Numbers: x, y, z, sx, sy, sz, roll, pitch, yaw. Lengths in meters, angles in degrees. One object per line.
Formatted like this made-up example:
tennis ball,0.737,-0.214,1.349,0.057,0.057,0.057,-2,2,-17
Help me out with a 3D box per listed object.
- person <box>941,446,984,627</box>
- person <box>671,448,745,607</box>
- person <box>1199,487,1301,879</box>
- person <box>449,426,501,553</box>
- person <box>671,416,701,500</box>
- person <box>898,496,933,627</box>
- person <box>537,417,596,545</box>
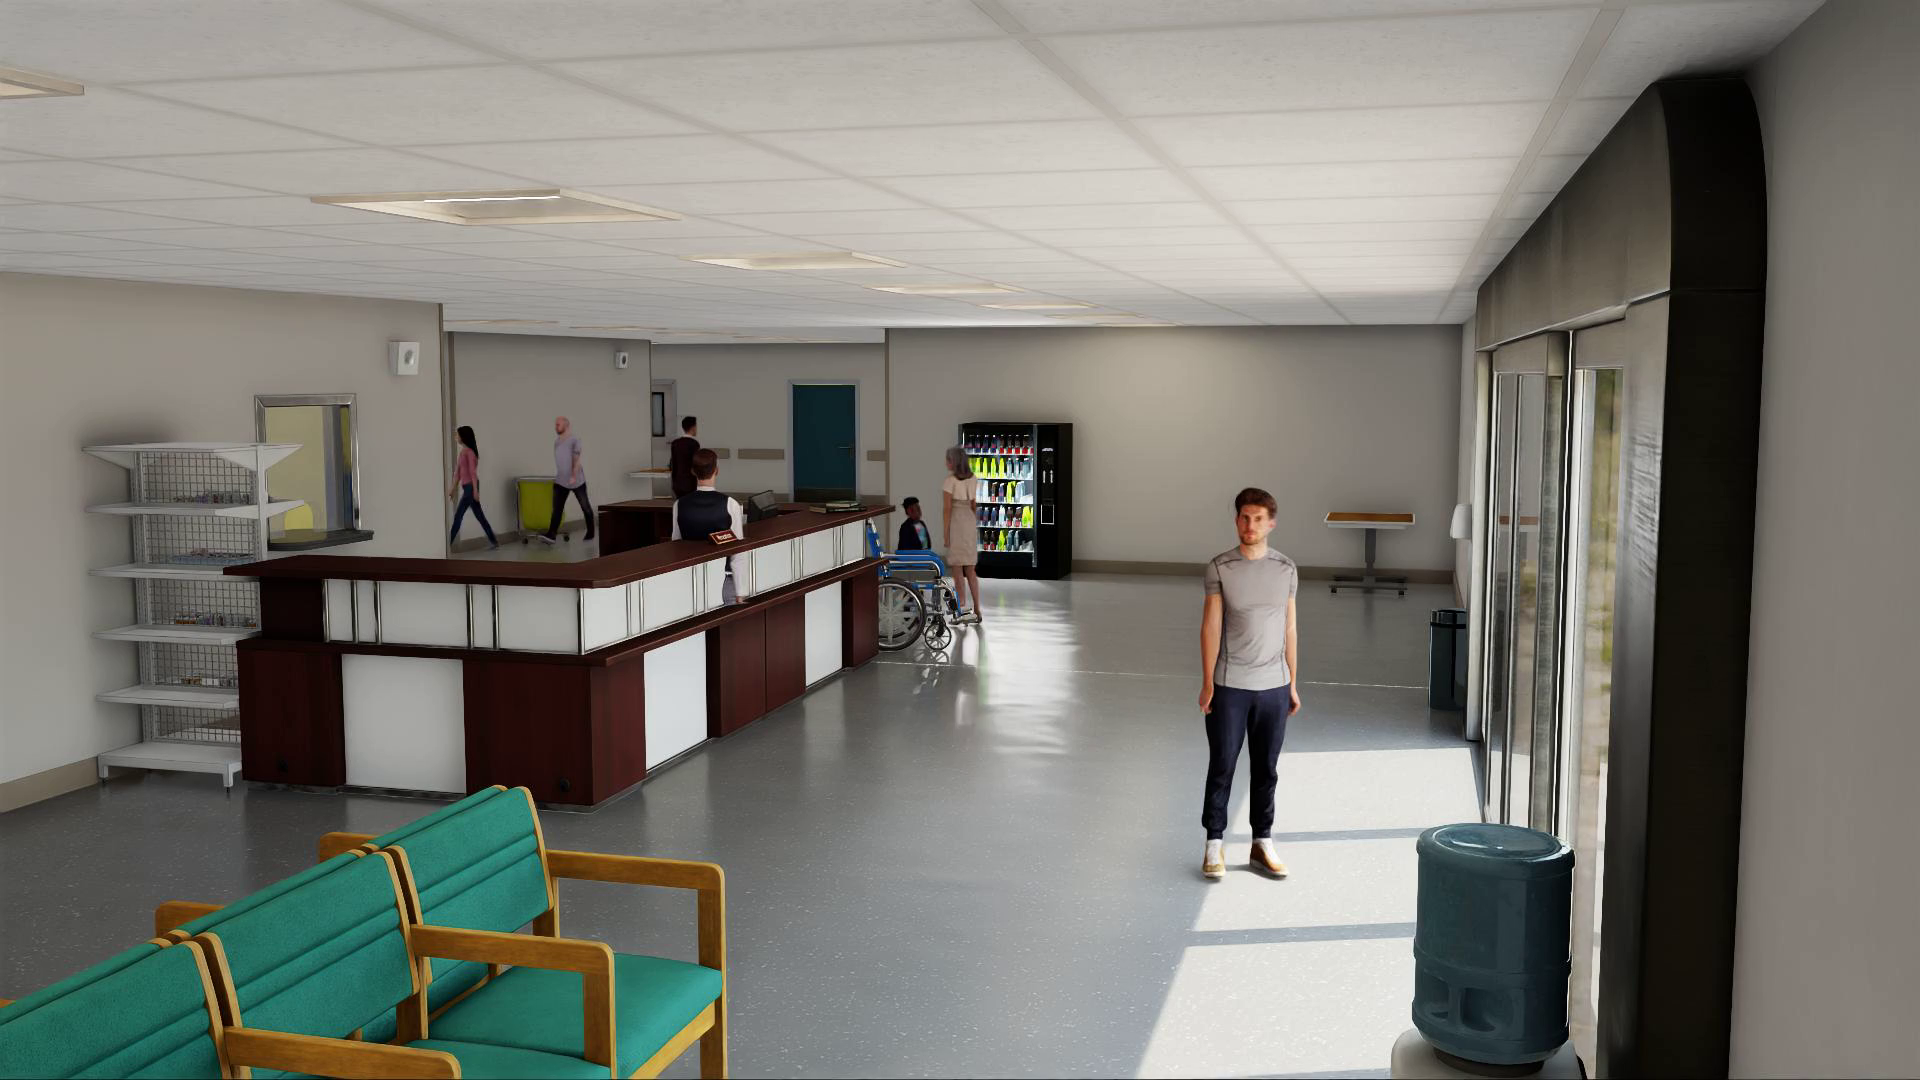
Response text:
person,0.027,-0.036,16.042,0.726,1.727,0.754,-5,8,-41
person,-1.704,0.342,11.242,0.538,1.935,0.733,1,6,8
person,1.400,0.683,8.061,0.610,1.893,0.776,-1,6,-6
person,-6.474,-0.644,22.261,1.145,1.692,1.044,-3,7,-29
person,-3.655,-0.704,22.058,0.945,1.852,0.907,3,7,31
person,-0.506,0.210,15.954,0.567,1.256,0.499,2,6,16
person,-5.428,-0.804,23.477,1.224,1.767,0.910,3,6,24
